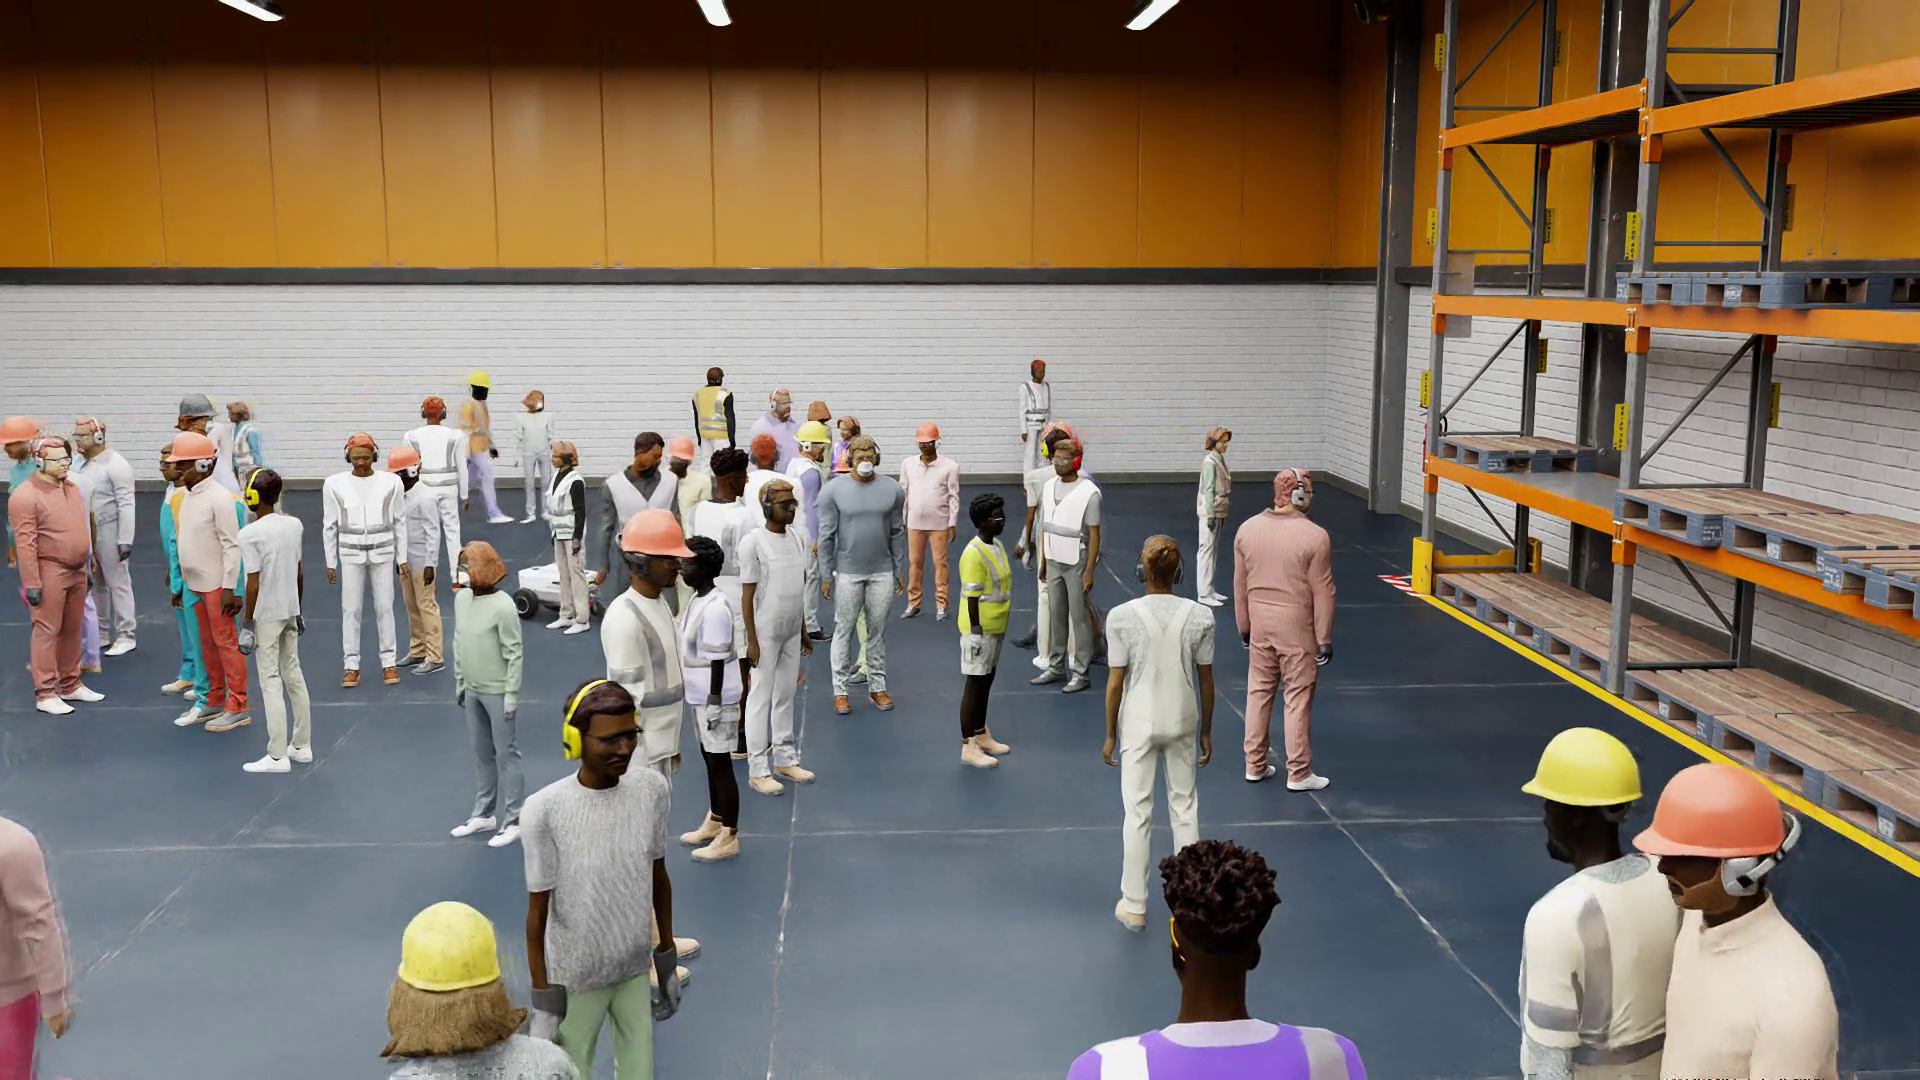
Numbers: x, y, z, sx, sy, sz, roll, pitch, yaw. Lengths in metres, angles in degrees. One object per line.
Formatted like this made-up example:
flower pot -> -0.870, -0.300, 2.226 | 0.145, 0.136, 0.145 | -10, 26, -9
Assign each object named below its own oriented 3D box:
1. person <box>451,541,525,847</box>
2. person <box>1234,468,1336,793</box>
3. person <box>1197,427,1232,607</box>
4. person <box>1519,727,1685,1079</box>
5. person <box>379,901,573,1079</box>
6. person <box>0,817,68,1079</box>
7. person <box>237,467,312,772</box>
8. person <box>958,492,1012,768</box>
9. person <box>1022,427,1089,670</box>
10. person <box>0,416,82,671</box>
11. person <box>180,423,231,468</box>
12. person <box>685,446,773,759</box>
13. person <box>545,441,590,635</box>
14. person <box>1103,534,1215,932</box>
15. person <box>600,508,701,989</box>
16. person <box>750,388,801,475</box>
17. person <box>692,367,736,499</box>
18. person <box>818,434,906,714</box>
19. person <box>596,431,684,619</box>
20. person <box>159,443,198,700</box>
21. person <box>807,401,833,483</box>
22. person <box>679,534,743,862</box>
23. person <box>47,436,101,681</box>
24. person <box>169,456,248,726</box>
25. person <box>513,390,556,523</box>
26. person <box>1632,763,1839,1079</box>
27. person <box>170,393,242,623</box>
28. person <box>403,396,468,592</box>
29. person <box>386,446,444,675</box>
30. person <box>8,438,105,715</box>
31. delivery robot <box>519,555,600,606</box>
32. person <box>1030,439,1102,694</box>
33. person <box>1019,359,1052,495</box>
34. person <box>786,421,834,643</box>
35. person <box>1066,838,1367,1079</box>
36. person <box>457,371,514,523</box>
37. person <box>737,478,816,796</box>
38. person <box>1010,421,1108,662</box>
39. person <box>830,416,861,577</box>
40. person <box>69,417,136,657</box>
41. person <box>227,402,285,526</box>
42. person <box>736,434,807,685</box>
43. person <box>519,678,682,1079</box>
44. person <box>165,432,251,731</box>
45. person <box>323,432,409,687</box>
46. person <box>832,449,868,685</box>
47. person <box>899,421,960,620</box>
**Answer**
person -> -2.515, 0.810, 8.846 | 0.501, 1.633, 0.285 | 7, 11, 38
person -> 1.930, 0.523, 9.805 | 0.652, 1.902, 0.403 | 9, 12, 43
person -> 2.333, -0.220, 15.307 | 0.314, 1.637, 0.515 | 3, 10, 19
person -> 1.515, 1.398, 4.321 | 0.602, 1.902, 0.762 | -6, 11, -32
person -> -1.064, 1.610, 3.542 | 0.450, 1.728, 0.486 | 8, 12, 42
person -> -2.971, 1.355, 5.082 | 0.566, 1.738, 0.611 | 0, 9, 3
person -> -4.203, 0.486, 10.145 | 0.328, 1.872, 0.514 | 3, 9, 17
person -> 0.159, 0.546, 10.305 | 0.315, 1.695, 0.541 | 3, 9, 17
person -> 0.741, 0.066, 12.779 | 0.535, 1.870, 0.309 | -1, 9, -4
person -> -7.011, 0.040, 12.618 | 0.654, 1.969, 0.459 | 8, 12, 40
person -> -8.222, -0.699, 17.978 | 0.800, 1.729, 0.532 | 5, 10, 29
person -> -1.452, 0.388, 10.454 | 0.614, 1.963, 0.361 | 8, 12, 40
person -> -3.320, -0.025, 14.081 | 0.307, 1.637, 0.521 | -7, 11, -38
person -> 0.915, 0.890, 7.679 | 0.508, 1.844, 0.336 | 0, 9, -3
person -> -1.314, 0.878, 7.144 | 0.391, 2.042, 0.605 | 0, 9, 2
person -> -1.780, -0.560, 16.602 | 0.406, 1.904, 0.654 | 7, 11, 37
person -> -3.196, -1.350, 21.802 | 0.619, 1.836, 0.430 | 5, 10, 29
person -> -0.673, 0.232, 11.519 | 0.635, 1.937, 0.352 | -3, 10, -20
person -> -2.328, 0.142, 12.219 | 0.705, 1.893, 0.417 | -6, 11, -32
person -> -5.526, 0.219, 11.892 | 0.504, 1.847, 0.345 | 7, 11, 36
person -> -1.560, -0.730, 18.515 | 0.283, 1.633, 0.497 | 2, 9, 13
person -> -1.304, 0.811, 8.670 | 0.319, 1.689, 0.539 | -3, 10, -20
person -> -6.690, 0.137, 12.463 | 0.358, 1.835, 0.516 | 2, 9, 15
person -> -5.027, 0.300, 11.149 | 0.593, 1.922, 0.391 | 3, 9, 17
person -> -5.220, -1.024, 20.403 | 0.552, 1.626, 0.326 | -5, 10, -30
person -> 1.735, 1.456, 3.721 | 0.530, 1.970, 0.661 | 0, 9, 2
person -> -6.379, -0.231, 14.110 | 0.537, 2.000, 0.679 | -2, 9, -12
person -> -4.975, -0.427, 15.834 | 0.578, 1.882, 0.346 | -2, 9, -11
person -> -4.168, 0.149, 12.653 | 0.348, 1.739, 0.572 | -8, 12, -42
person -> -6.258, 0.241, 11.568 | 0.403, 1.906, 0.651 | 1, 9, 5
delivery robot -> -3.525, 0.374, 14.666 | 0.707, 0.478, 0.477 | 4, 10, 22
person -> 0.799, 0.181, 12.122 | 0.390, 1.850, 0.563 | -7, 12, -39
person -> 1.048, -1.537, 22.836 | 0.585, 1.879, 0.371 | -8, 12, -43
person -> -1.237, -0.071, 13.767 | 0.404, 1.827, 0.600 | -3, 10, -20
person -> 0.480, 1.536, 3.241 | 0.614, 1.964, 0.361 | -2, 9, -10
person -> -5.953, -1.126, 20.238 | 0.904, 1.881, 0.659 | 0, 9, 0
person -> -1.070, 0.557, 9.772 | 0.345, 1.847, 0.504 | 7, 11, 36
person -> 0.839, 0.008, 13.122 | 1.005, 1.896, 0.543 | 6, 11, 33
person -> -1.087, -0.421, 16.564 | 0.523, 1.636, 0.311 | 7, 11, 36
person -> -6.866, -0.027, 13.247 | 0.638, 1.911, 0.402 | 4, 10, 25
person -> -8.079, -0.800, 19.073 | 0.828, 1.598, 0.504 | -8, 12, -42
person -> -1.456, 0.150, 12.314 | 0.673, 1.862, 0.592 | 0, 9, 2
person -> -1.065, 1.316, 4.982 | 0.505, 1.860, 0.321 | -8, 12, -42
person -> -5.018, 0.274, 11.077 | 0.618, 1.993, 0.396 | 8, 12, 40
person -> -4.371, 0.140, 12.256 | 0.584, 1.885, 0.337 | -3, 10, -20
person -> -0.773, 0.193, 12.342 | 0.341, 1.750, 0.567 | 0, 9, -2
person -> -0.285, -0.169, 14.615 | 0.560, 1.752, 0.324 | 2, 9, 14
